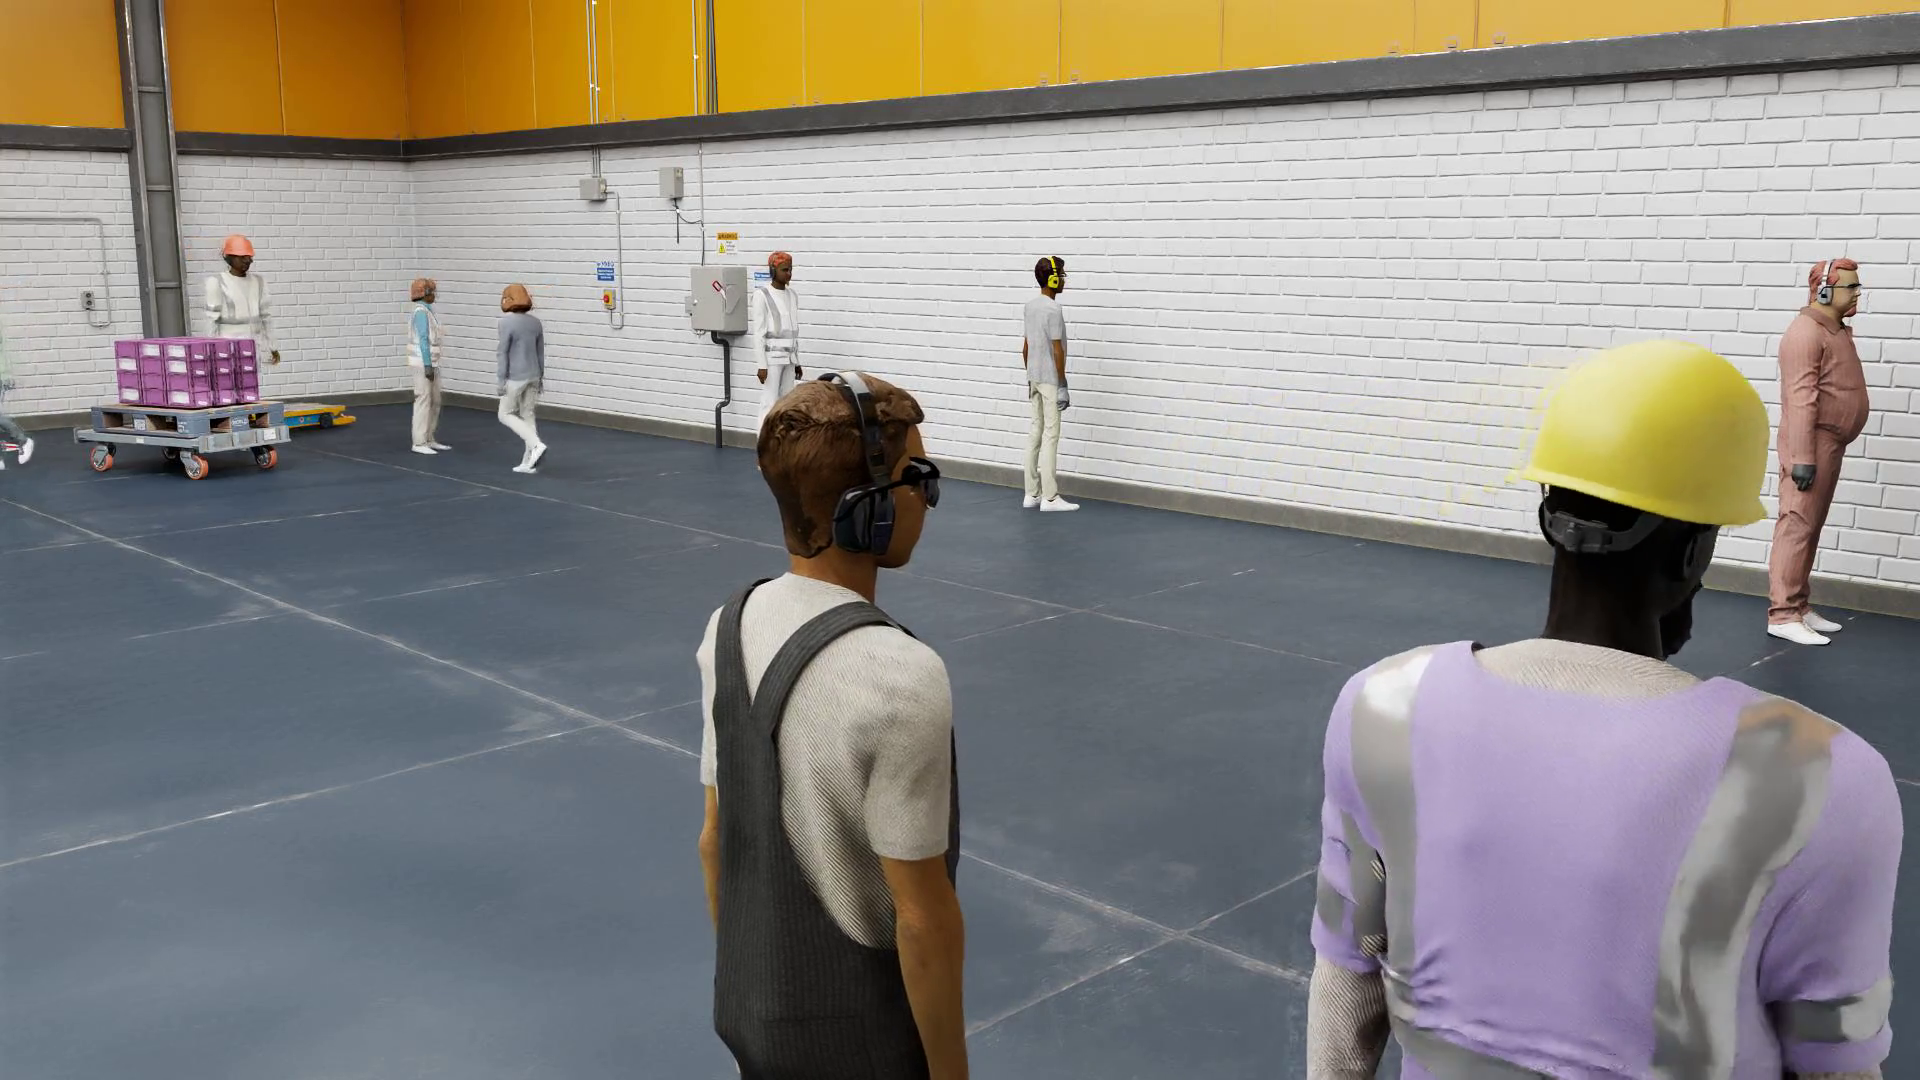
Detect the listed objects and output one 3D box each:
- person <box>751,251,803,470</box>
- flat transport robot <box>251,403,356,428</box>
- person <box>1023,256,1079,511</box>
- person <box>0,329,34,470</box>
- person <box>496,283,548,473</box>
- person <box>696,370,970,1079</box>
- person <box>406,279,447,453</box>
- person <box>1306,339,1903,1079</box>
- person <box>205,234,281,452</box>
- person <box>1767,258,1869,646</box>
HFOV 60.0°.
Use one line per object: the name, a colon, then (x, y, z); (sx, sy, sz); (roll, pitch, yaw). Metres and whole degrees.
person: (-1.561, -1.532, 14.322); (0.337, 1.882, 0.585); (6, 12, 29)
flat transport robot: (-7.066, -1.265, 17.272); (0.652, 0.197, 1.431); (5, 12, 27)
person: (0.653, -1.147, 12.264); (0.327, 1.874, 0.519); (-5, 12, -27)
person: (-8.348, -1.388, 14.270); (0.539, 1.612, 0.438); (4, 11, 23)
person: (-3.683, -1.354, 14.067); (0.428, 1.617, 0.525); (6, 12, 28)
person: (-0.163, 0.690, 2.317); (0.351, 1.847, 0.507); (-8, 13, -39)
person: (-4.980, -1.600, 15.483); (0.319, 1.624, 0.541); (-2, 11, -13)
person: (0.692, 0.736, 1.866); (0.590, 1.910, 0.395); (9, 14, 41)
person: (-6.673, -1.817, 15.489); (0.473, 2.023, 0.618); (6, 12, 28)
person: (4.303, -0.444, 8.331); (0.408, 1.909, 0.638); (8, 13, 36)
